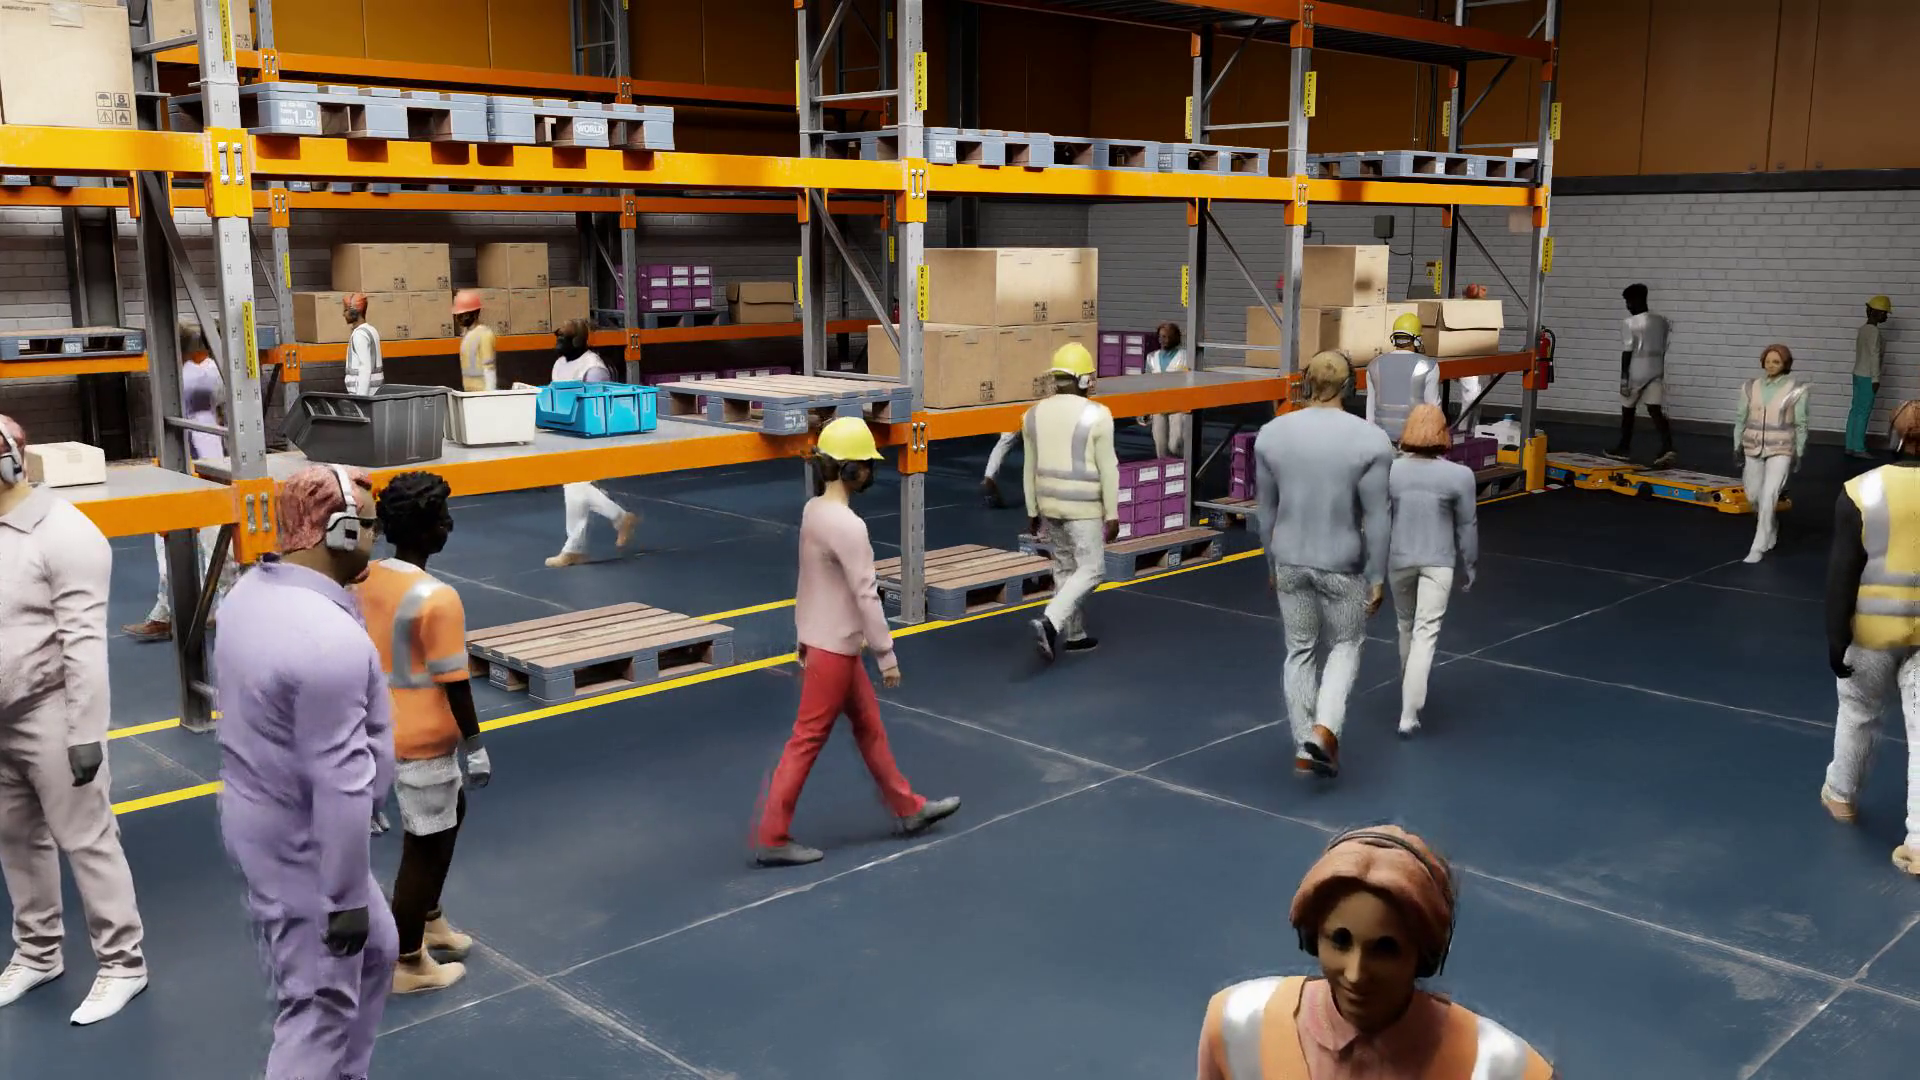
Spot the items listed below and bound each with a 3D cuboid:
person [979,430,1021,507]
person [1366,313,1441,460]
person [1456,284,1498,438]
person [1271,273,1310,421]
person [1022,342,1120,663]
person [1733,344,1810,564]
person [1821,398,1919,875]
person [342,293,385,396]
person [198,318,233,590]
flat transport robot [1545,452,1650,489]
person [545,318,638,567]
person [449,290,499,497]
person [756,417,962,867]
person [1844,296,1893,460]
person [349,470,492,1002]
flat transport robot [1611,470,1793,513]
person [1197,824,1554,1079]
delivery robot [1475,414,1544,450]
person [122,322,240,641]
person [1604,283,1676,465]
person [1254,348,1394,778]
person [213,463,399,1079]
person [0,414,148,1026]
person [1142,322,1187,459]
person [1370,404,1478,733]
[{"bbox_3d":[0.505,-1.239,14.829,0.631,1.900,0.941,7,12,32],"label":"person"},{"bbox_3d":[3.363,-0.803,12.625,0.587,1.827,0.403,9,14,41],"label":"person"},{"bbox_3d":[5.746,-1.902,18.484,0.538,1.871,0.604,0,10,2],"label":"person"},{"bbox_3d":[3.734,-1.967,18.486,0.971,2.014,0.626,-1,10,-7],"label":"person"},{"bbox_3d":[0.599,-0.195,9.320,0.602,1.817,0.676,9,14,41],"label":"person"},{"bbox_3d":[6.045,-0.656,12.384,0.708,1.616,0.522,-9,14,-40],"label":"person"},{"bbox_3d":[3.674,0.346,6.472,0.617,1.796,0.976,3,11,16],"label":"person"},{"bbox_3d":[-5.440,-1.311,15.227,0.338,1.880,0.582,-2,11,-11],"label":"person"},{"bbox_3d":[-5.006,-0.576,11.307,0.475,1.844,0.543,-8,13,-37],"label":"person"},{"bbox_3d":[6.034,-0.693,16.252,0.652,0.197,1.431,-3,11,-15],"label":"flat transport robot"},{"bbox_3d":[-2.722,-0.728,12.226,0.735,1.815,0.631,-8,13,-36],"label":"person"},{"bbox_3d":[-4.381,-1.335,15.270,0.577,1.915,0.578,-7,13,-34],"label":"person"},{"bbox_3d":[-0.405,0.388,6.386,0.895,1.713,0.549,-4,11,-20],"label":"person"},{"bbox_3d":[9.821,-1.749,17.956,0.327,1.760,0.523,2,11,11],"label":"person"},{"bbox_3d":[-1.662,0.612,5.273,0.487,1.677,0.559,-10,14,-43],"label":"person"},{"bbox_3d":[6.644,-0.454,14.950,0.652,0.197,1.431,-5,11,-24],"label":"flat transport robot"},{"bbox_3d":[0.554,1.182,2.325,0.514,1.627,0.364,4,11,22],"label":"person"},{"bbox_3d":[5.698,-1.070,17.278,0.477,0.478,0.707,-6,12,-29],"label":"delivery robot"},{"bbox_3d":[-4.732,-0.358,9.943,0.853,1.906,0.664,-6,12,-32],"label":"person"},{"bbox_3d":[7.245,-1.746,17.569,0.630,1.915,0.956,-3,11,-17],"label":"person"},{"bbox_3d":[1.568,0.124,7.299,0.629,1.921,0.493,5,12,26],"label":"person"},{"bbox_3d":[-1.597,0.747,4.081,0.564,1.859,0.682,-8,13,-37],"label":"person"},{"bbox_3d":[-2.859,0.547,5.077,0.644,1.896,0.397,3,11,18],"label":"person"},{"bbox_3d":[1.952,-1.189,15.259,0.524,1.627,0.421,8,13,39],"label":"person"},{"bbox_3d":[2.275,0.125,8.197,0.514,1.589,0.842,5,12,26],"label":"person"}]
